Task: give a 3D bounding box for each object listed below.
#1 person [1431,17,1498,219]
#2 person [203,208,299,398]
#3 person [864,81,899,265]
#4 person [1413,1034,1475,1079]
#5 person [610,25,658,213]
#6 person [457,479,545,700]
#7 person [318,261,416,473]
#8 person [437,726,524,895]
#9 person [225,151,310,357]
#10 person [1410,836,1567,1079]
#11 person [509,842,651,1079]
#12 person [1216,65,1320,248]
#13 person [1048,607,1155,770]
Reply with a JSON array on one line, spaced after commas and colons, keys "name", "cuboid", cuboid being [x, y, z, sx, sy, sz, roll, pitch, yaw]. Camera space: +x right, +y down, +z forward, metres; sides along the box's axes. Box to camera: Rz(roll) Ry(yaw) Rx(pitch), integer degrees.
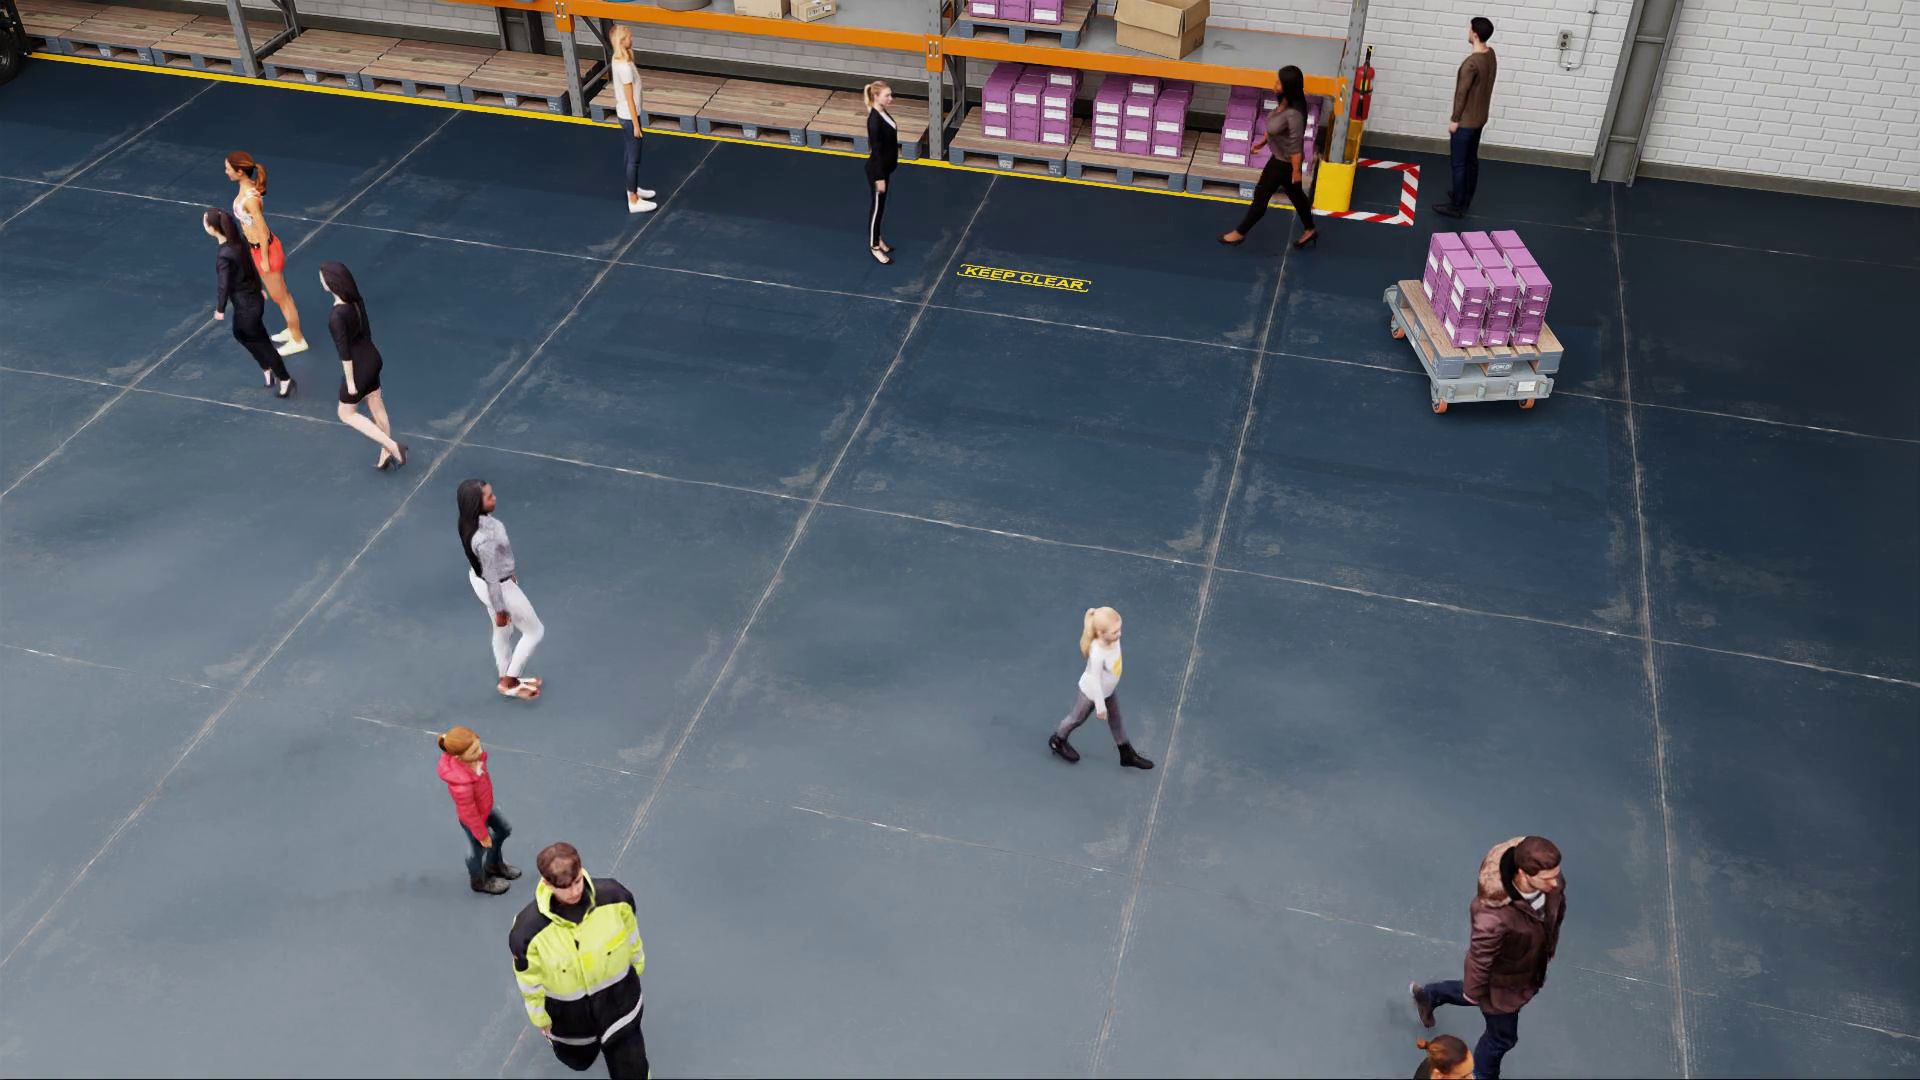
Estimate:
[{"name": "person", "cuboid": [4.815, -3.986, 15.685, 0.712, 1.879, 0.732, 26, 46, 29]}, {"name": "person", "cuboid": [-5.538, -1.836, 13.140, 0.743, 1.696, 0.685, -3, 39, -4]}, {"name": "person", "cuboid": [-0.734, -3.318, 14.988, 0.575, 1.705, 0.642, 3, 39, 4]}, {"name": "person", "cuboid": [1.952, 2.728, 7.481, 1.186, 1.626, 0.845, 23, 44, 26]}, {"name": "person", "cuboid": [-3.142, -4.006, 15.766, 0.683, 1.809, 0.658, -12, 40, -14]}, {"name": "person", "cuboid": [-2.979, 0.337, 10.402, 0.762, 1.716, 0.711, -16, 41, -19]}, {"name": "person", "cuboid": [-4.346, -1.222, 12.294, 0.703, 1.791, 0.644, 6, 39, 7]}, {"name": "person", "cuboid": [-2.761, 1.514, 9.257, 0.569, 1.306, 0.580, 1, 39, 1]}, {"name": "person", "cuboid": [-5.726, -2.373, 13.736, 0.731, 1.791, 0.686, -15, 41, -18]}, {"name": "person", "cuboid": [2.619, 2.042, 8.180, 1.053, 1.824, 1.191, -31, 48, -33]}, {"name": "person", "cuboid": [-1.827, 2.089, 8.015, 1.146, 1.956, 1.220, -22, 44, -25]}, {"name": "person", "cuboid": [3.041, -3.384, 15.008, 1.207, 1.782, 0.759, 5, 39, 7]}, {"name": "person", "cuboid": [0.768, 0.892, 10.084, 0.943, 1.245, 0.630, 18, 42, 22]}]
